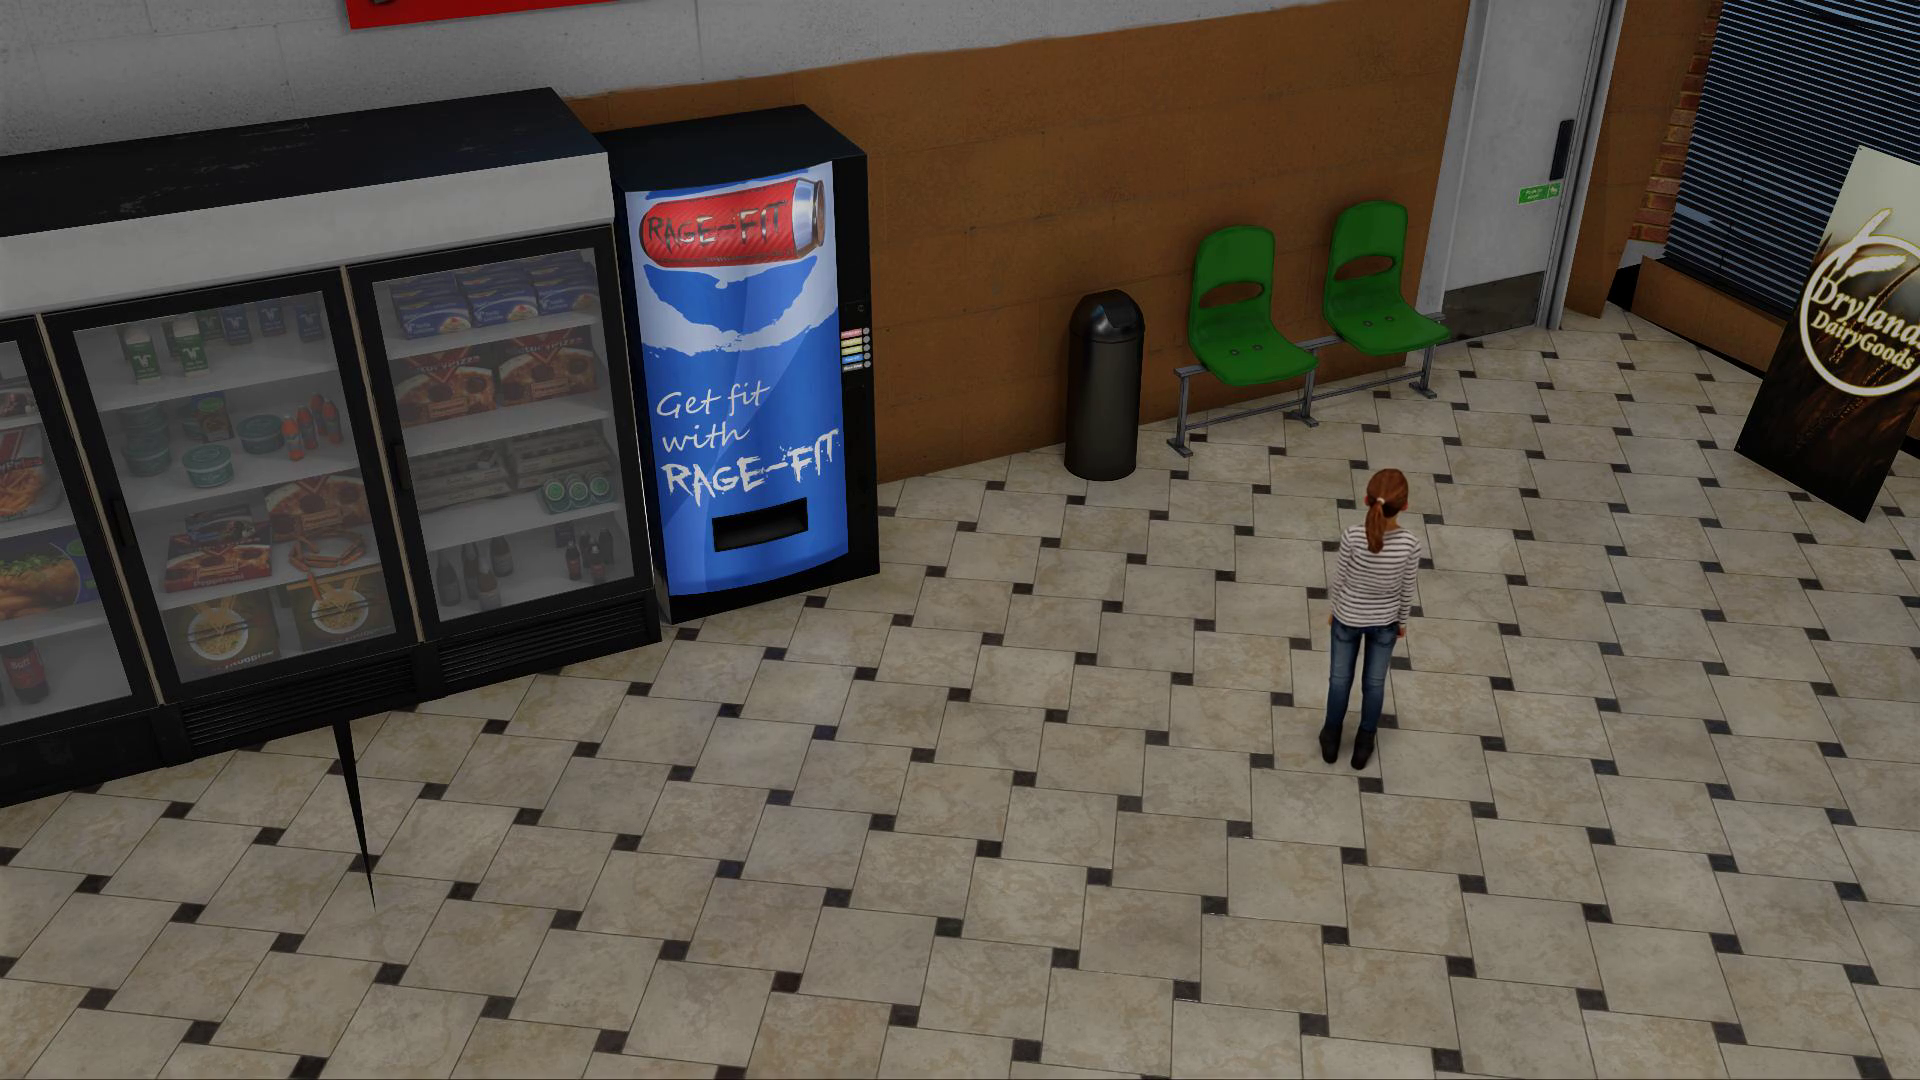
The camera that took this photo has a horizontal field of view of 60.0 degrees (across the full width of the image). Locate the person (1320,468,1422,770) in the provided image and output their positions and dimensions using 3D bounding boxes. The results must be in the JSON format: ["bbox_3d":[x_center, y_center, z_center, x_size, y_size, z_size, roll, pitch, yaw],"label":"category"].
[{"bbox_3d":[1.599,0.321,6.548,0.543,1.313,0.592,6,32,9],"label":"person"}]
